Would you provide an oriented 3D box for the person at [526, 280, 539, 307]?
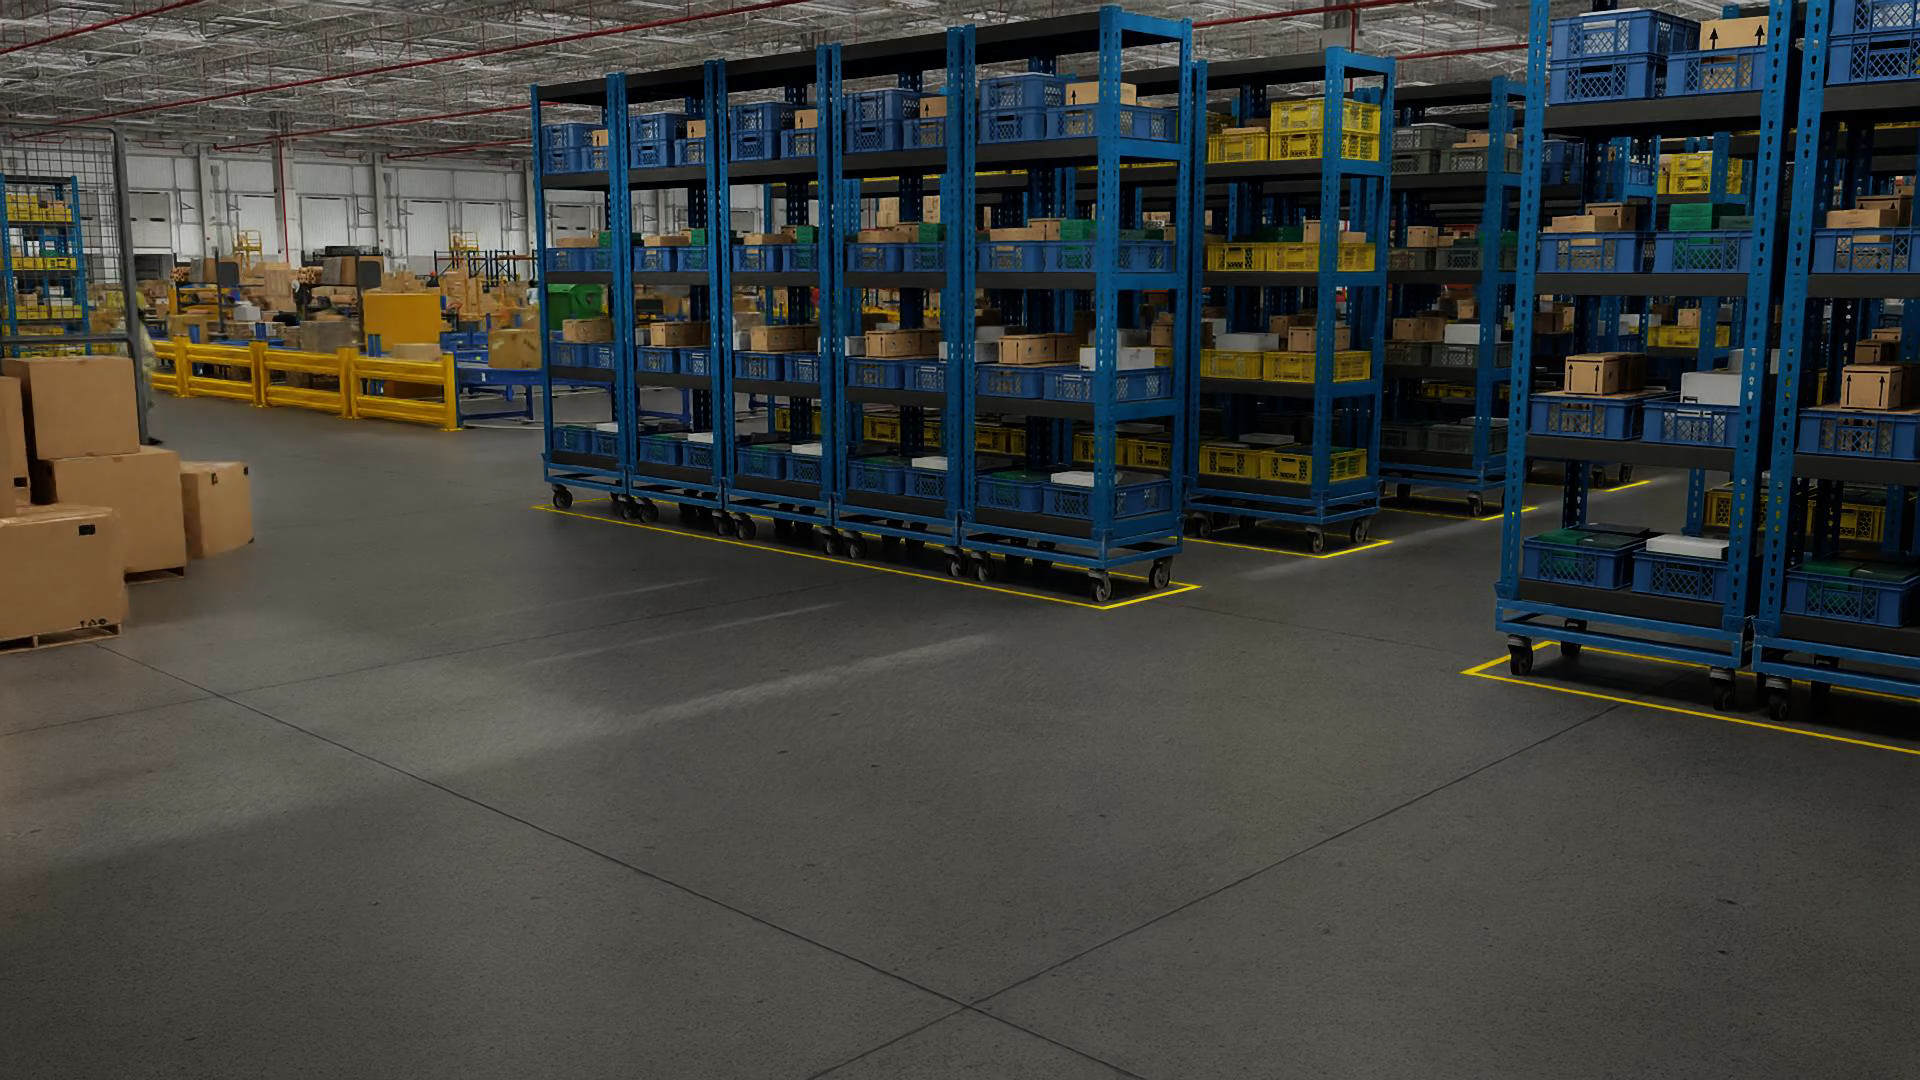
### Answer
[{"bbox_3d":[-14.921,-8.197,57.897,0.538,1.668,0.753,-9,13,-44],"label":"person"}]

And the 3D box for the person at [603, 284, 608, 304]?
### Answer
[{"bbox_3d":[-14.325,-9.914,67.650,0.599,1.925,0.561,-2,10,-15],"label":"person"}]

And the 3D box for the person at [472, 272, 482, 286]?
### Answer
[{"bbox_3d":[-24.311,-12.508,83.582,0.636,1.917,0.716,2,9,11],"label":"person"}]

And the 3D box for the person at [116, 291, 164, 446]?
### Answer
[{"bbox_3d":[-9.634,-1.986,19.384,0.499,1.815,0.586,-2,9,-10],"label":"person"}]

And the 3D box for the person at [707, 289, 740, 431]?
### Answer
[{"bbox_3d":[-2.617,-1.897,18.562,0.408,1.906,0.645,-7,11,-35],"label":"person"}]

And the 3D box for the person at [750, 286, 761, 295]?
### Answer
[{"bbox_3d":[-9.390,-11.389,76.587,0.603,1.959,0.379,-6,11,-33],"label":"person"}]

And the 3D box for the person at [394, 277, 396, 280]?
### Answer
[{"bbox_3d":[-28.085,-12.302,83.079,0.771,1.652,0.550,9,13,44],"label":"person"}]

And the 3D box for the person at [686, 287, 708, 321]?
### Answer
[{"bbox_3d":[-5.173,-4.224,33.302,0.543,1.745,0.599,2,10,14],"label":"person"}]

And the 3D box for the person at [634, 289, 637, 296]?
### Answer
[{"bbox_3d":[-16.555,-12.556,83.872,0.597,1.916,0.371,3,10,17],"label":"person"}]

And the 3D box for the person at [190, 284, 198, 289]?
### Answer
[{"bbox_3d":[-33.193,-10.621,71.996,0.446,1.918,0.632,-2,9,-12],"label":"person"}]

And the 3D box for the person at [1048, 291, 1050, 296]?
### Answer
[{"bbox_3d":[2.984,-8.175,57.745,0.515,1.679,0.548,2,9,11],"label":"person"}]

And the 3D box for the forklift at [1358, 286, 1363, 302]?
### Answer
[{"bbox_3d":[11.100,-7.017,46.970,1.873,2.768,1.129,9,13,43],"label":"forklift"}]

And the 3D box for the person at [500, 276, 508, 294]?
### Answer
[{"bbox_3d":[-18.328,-9.715,66.922,0.328,1.765,0.532,-7,12,-37],"label":"person"}]

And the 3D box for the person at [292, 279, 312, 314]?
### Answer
[{"bbox_3d":[-24.585,-9.073,62.141,0.688,2.000,0.536,-4,10,-25],"label":"person"}]

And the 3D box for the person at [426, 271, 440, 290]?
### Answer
[{"bbox_3d":[-18.735,-8.585,59.291,0.622,1.992,0.388,5,11,28],"label":"person"}]
